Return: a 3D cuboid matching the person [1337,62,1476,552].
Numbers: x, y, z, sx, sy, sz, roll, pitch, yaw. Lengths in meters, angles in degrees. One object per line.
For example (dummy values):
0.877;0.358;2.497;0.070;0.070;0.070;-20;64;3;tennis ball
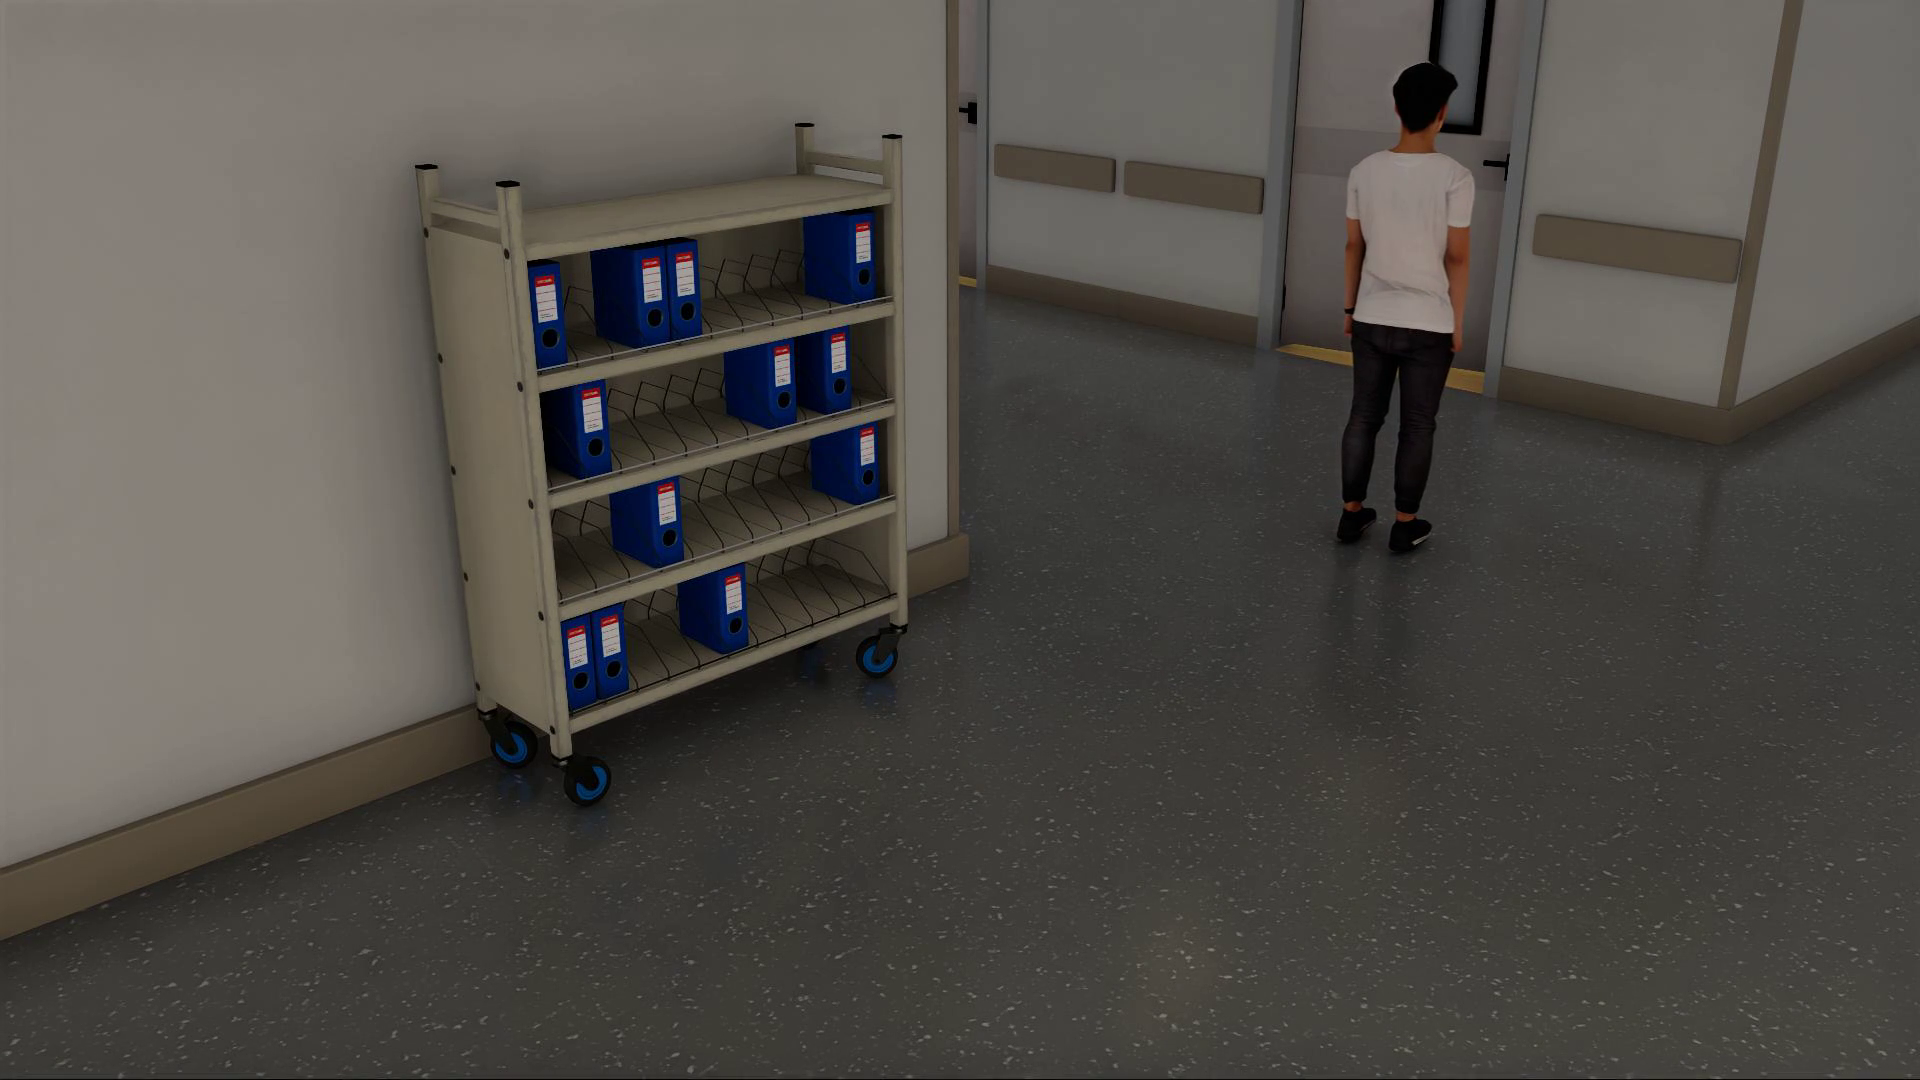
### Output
1.578;-0.816;5.935;0.622;1.719;0.542;17;26;37;person
